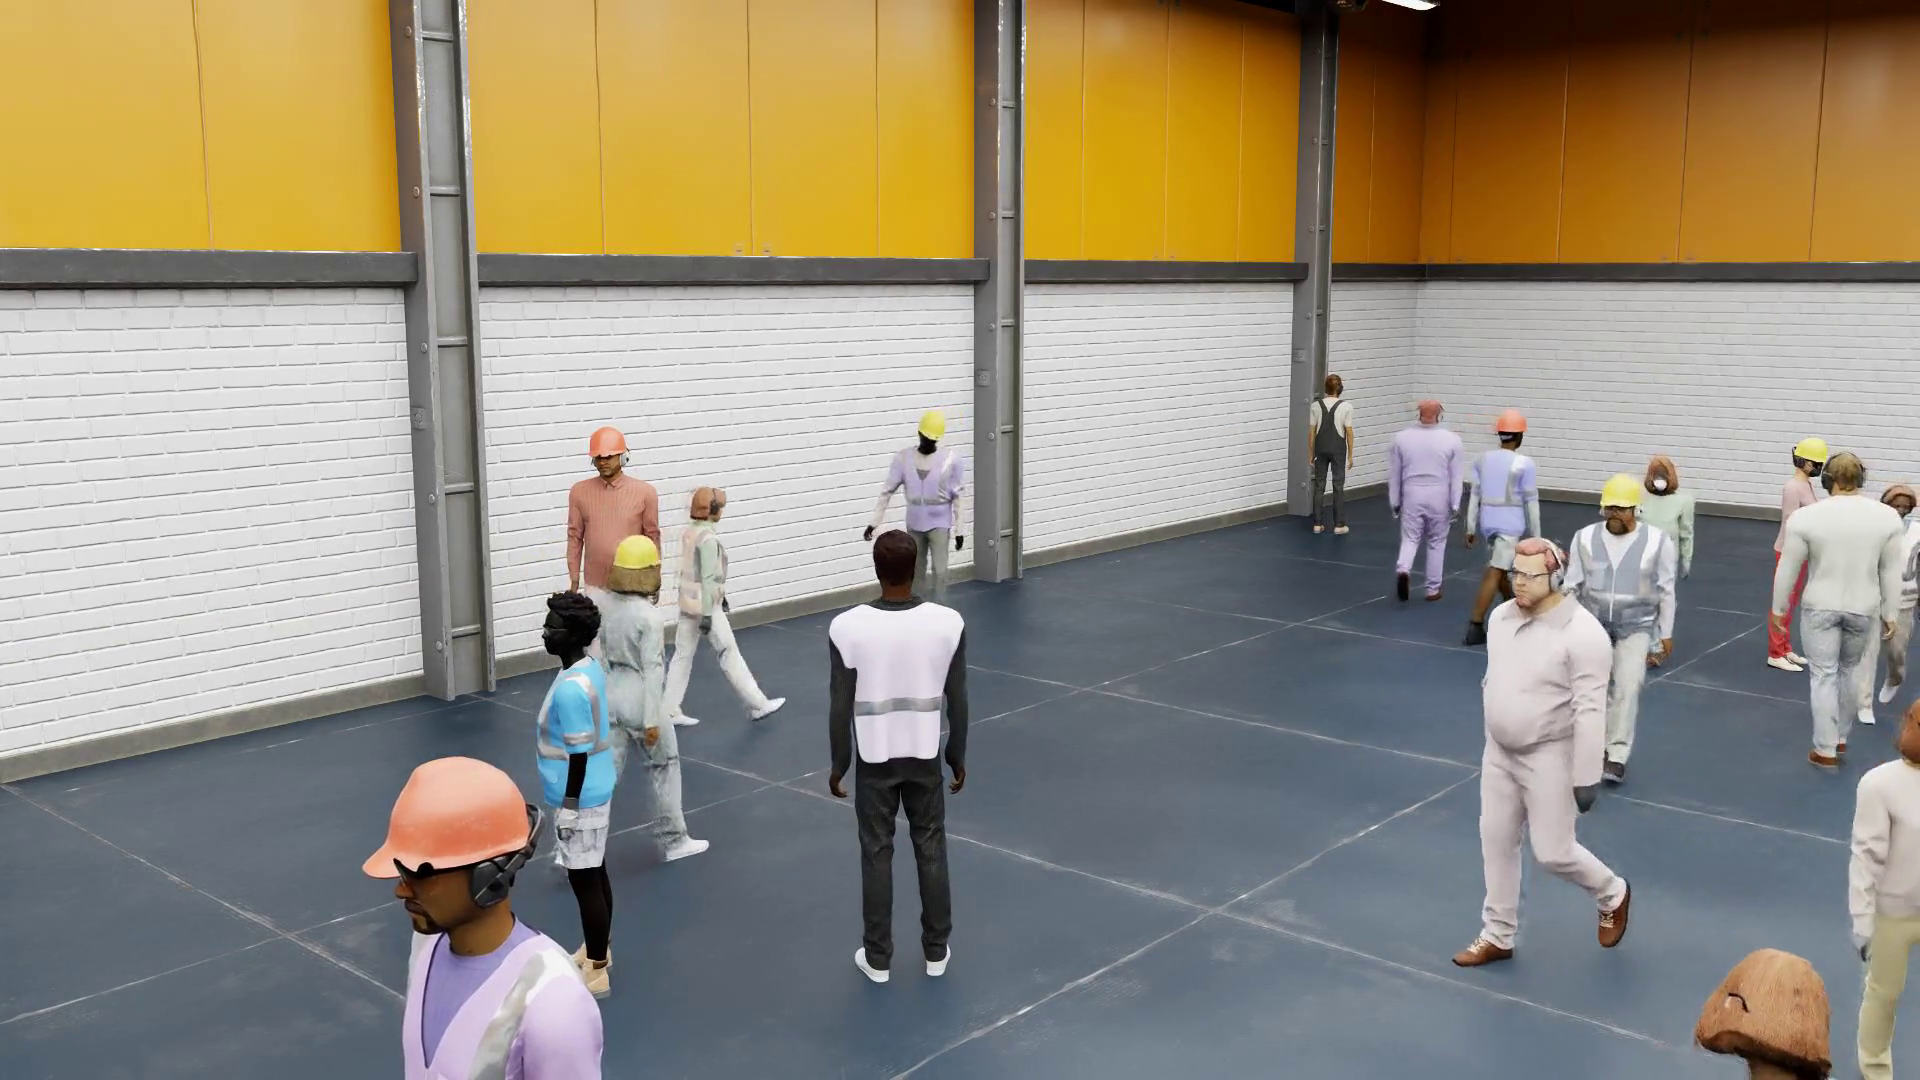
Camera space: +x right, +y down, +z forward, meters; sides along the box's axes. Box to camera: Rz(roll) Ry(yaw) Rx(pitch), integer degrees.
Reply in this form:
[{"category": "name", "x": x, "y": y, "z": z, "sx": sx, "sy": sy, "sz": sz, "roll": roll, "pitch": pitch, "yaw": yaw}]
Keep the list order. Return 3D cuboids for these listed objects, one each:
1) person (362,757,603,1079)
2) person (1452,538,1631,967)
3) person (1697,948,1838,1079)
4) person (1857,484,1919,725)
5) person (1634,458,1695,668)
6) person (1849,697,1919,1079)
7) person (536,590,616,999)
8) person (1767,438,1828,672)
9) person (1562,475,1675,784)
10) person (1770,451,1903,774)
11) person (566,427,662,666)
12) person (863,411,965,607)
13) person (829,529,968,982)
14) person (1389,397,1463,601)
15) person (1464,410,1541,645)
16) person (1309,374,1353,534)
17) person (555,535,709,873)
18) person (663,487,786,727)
[{"category": "person", "x": -0.963, "y": 1.431, "z": 3.364, "sx": 0.376, "sy": 2.042, "sz": 0.615, "roll": -9, "pitch": 13, "yaw": -44}, {"category": "person", "x": 2.530, "y": 0.909, "z": 7.140, "sx": 0.730, "sy": 1.886, "sz": 0.652, "roll": -4, "pitch": 10, "yaw": -25}, {"category": "person", "x": 1.623, "y": 1.644, "z": 3.408, "sx": 0.574, "sy": 1.595, "sz": 0.383, "roll": -6, "pitch": 11, "yaw": -32}, {"category": "person", "x": 6.258, "y": 0.399, "z": 11.241, "sx": 0.555, "sy": 1.601, "sz": 0.777, "roll": 4, "pitch": 10, "yaw": 26}, {"category": "person", "x": 5.296, "y": 0.173, "z": 12.689, "sx": 0.509, "sy": 1.587, "sz": 0.872, "roll": 5, "pitch": 10, "yaw": 29}, {"category": "person", "x": 3.263, "y": 1.299, "z": 5.573, "sx": 0.520, "sy": 1.591, "sz": 0.820, "roll": 1, "pitch": 9, "yaw": 7}, {"category": "person", "x": -1.583, "y": 1.044, "z": 6.868, "sx": 0.315, "sy": 1.700, "sz": 0.540, "roll": -1, "pitch": 9, "yaw": -7}, {"category": "person", "x": 6.350, "y": 0.105, "z": 12.586, "sx": 0.327, "sy": 1.760, "sz": 0.523, "roll": 7, "pitch": 12, "yaw": 38}, {"category": "person", "x": 3.842, "y": 0.523, "z": 9.825, "sx": 0.631, "sy": 1.796, "sz": 0.826, "roll": 6, "pitch": 11, "yaw": 34}, {"category": "person", "x": 5.272, "y": 0.414, "z": 10.115, "sx": 0.661, "sy": 1.921, "sz": 0.721, "roll": 2, "pitch": 9, "yaw": 10}, {"category": "person", "x": -2.282, "y": 0.245, "z": 10.962, "sx": 0.623, "sy": 1.992, "sz": 0.396, "roll": 0, "pitch": 9, "yaw": 1}, {"category": "person", "x": -0.373, "y": -0.113, "z": 13.557, "sx": 0.816, "sy": 1.885, "sz": 0.675, "roll": 3, "pitch": 9, "yaw": 17}, {"category": "person", "x": -0.255, "y": 0.913, "z": 7.014, "sx": 0.596, "sy": 1.915, "sz": 0.370, "roll": -2, "pitch": 9, "yaw": -12}, {"category": "person", "x": 4.204, "y": -0.348, "z": 15.055, "sx": 0.650, "sy": 1.890, "sz": 0.666, "roll": 5, "pitch": 10, "yaw": 27}, {"category": "person", "x": 4.465, "y": -0.112, "z": 13.533, "sx": 1.011, "sy": 1.883, "sz": 0.566, "roll": -6, "pitch": 11, "yaw": -34}, {"category": "person", "x": 4.271, "y": -0.984, "z": 19.157, "sx": 0.513, "sy": 1.842, "sz": 0.325, "roll": 5, "pitch": 10, "yaw": 27}, {"category": "person", "x": -1.661, "y": 0.822, "z": 8.238, "sx": 0.499, "sy": 1.708, "sz": 0.853, "roll": 7, "pitch": 11, "yaw": 38}, {"category": "person", "x": -1.604, "y": 0.444, "z": 10.986, "sx": 0.843, "sy": 1.592, "sz": 0.505, "roll": -5, "pitch": 10, "yaw": -29}]
